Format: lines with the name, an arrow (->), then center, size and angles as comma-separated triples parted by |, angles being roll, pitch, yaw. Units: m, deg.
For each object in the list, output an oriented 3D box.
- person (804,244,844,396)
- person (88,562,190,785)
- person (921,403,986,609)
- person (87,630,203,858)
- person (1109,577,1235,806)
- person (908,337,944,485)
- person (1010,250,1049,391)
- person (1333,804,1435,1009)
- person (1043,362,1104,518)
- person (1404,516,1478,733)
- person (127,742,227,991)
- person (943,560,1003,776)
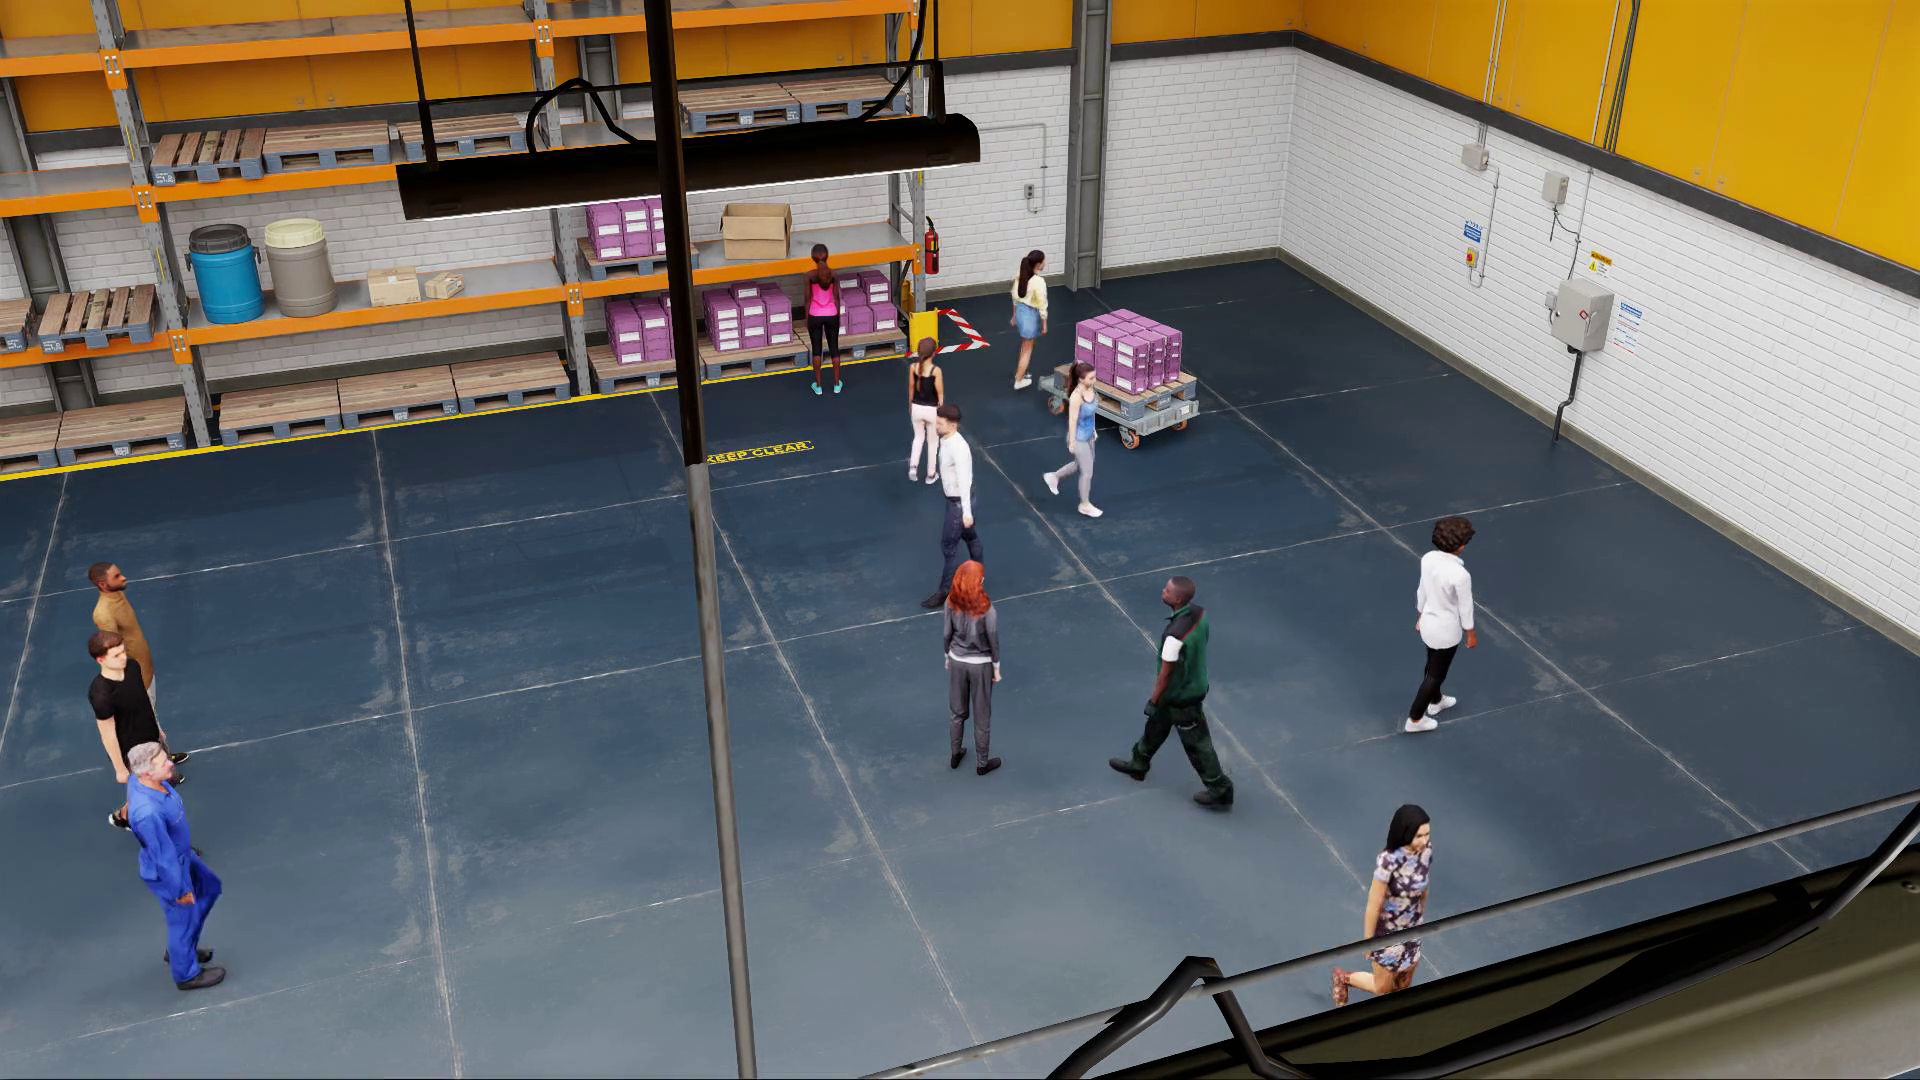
person -> -1.517, -2.455, 18.457 | 0.541, 1.726, 0.650 | -5, 29, -8
person -> -6.028, 0.957, 12.106 | 0.546, 1.816, 0.636 | -8, 30, -14
person -> 0.034, -0.345, 14.471 | 0.959, 1.838, 0.950 | 0, 29, -1
person -> -5.663, 1.391, 11.278 | 1.016, 1.849, 0.875 | 2, 29, 3
person -> 1.661, 1.121, 11.833 | 1.281, 1.791, 1.205 | 12, 31, 21
person -> -0.364, -1.241, 16.411 | 0.755, 1.552, 0.804 | 10, 30, 18
person -> 0.705, -2.420, 18.509 | 0.691, 1.614, 0.710 | -22, 35, -34
person -> 2.515, 2.257, 9.820 | 0.842, 1.723, 0.771 | -17, 33, -29
person -> 1.100, -0.978, 15.890 | 0.964, 1.590, 0.901 | 12, 31, 21
person -> 3.640, 0.661, 12.666 | 0.847, 1.800, 0.661 | -13, 31, -22
person -> -4.922, 2.017, 10.169 | 0.655, 1.812, 0.760 | -11, 31, -20
person -> 0.081, 0.929, 12.197 | 0.649, 1.779, 0.700 | 14, 31, 24
